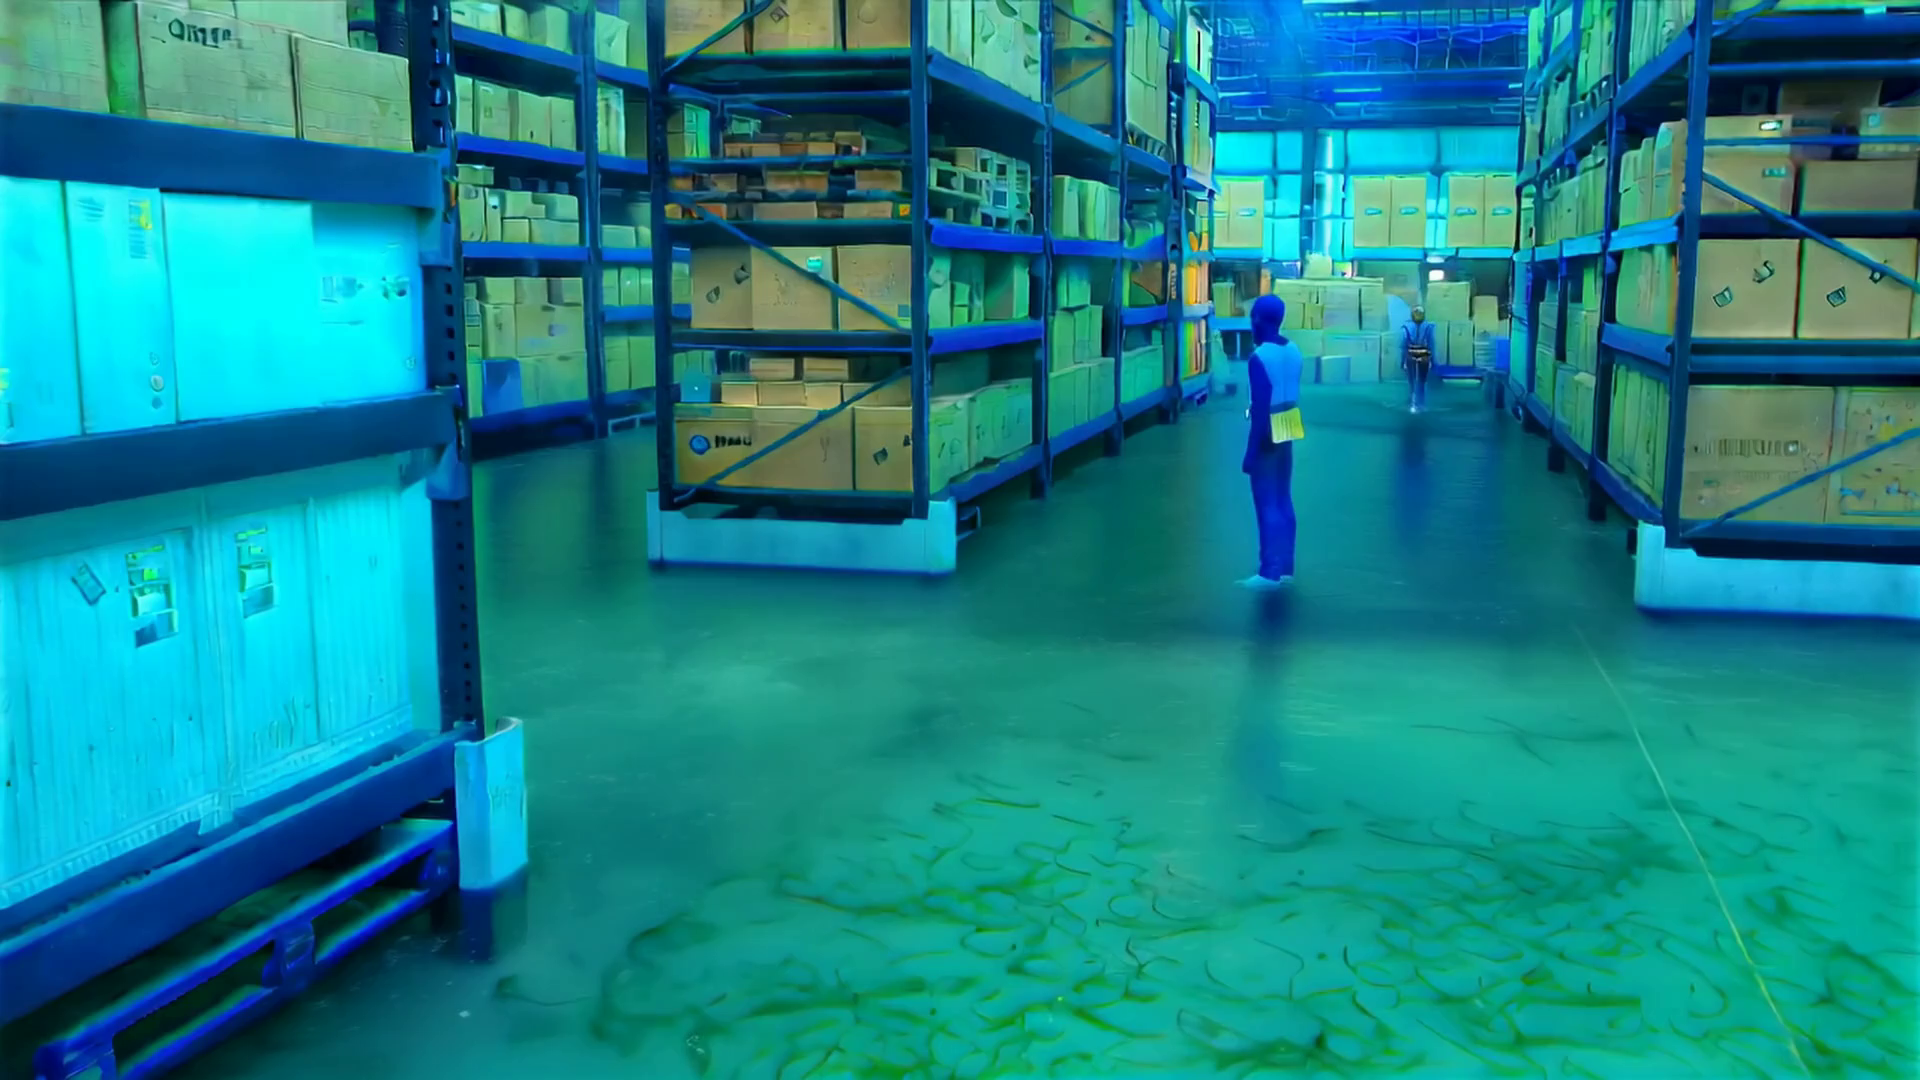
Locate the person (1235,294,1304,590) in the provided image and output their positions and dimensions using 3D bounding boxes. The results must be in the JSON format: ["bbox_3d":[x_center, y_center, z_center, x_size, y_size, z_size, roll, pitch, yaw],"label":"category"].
[{"bbox_3d":[2.035,-0.630,10.824,0.372,1.916,0.597,6,11,34],"label":"person"}]

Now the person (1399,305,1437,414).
[{"bbox_3d":[6.815,-2.680,24.815,0.543,1.611,0.672,4,10,21],"label":"person"}]

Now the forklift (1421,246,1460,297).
[{"bbox_3d":[12.220,-6.096,42.499,1.129,2.768,1.873,2,9,15],"label":"forklift"}]

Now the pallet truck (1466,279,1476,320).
[{"bbox_3d":[18.896,-8.459,60.307,1.885,1.965,0.823,5,10,31],"label":"pallet truck"}]
